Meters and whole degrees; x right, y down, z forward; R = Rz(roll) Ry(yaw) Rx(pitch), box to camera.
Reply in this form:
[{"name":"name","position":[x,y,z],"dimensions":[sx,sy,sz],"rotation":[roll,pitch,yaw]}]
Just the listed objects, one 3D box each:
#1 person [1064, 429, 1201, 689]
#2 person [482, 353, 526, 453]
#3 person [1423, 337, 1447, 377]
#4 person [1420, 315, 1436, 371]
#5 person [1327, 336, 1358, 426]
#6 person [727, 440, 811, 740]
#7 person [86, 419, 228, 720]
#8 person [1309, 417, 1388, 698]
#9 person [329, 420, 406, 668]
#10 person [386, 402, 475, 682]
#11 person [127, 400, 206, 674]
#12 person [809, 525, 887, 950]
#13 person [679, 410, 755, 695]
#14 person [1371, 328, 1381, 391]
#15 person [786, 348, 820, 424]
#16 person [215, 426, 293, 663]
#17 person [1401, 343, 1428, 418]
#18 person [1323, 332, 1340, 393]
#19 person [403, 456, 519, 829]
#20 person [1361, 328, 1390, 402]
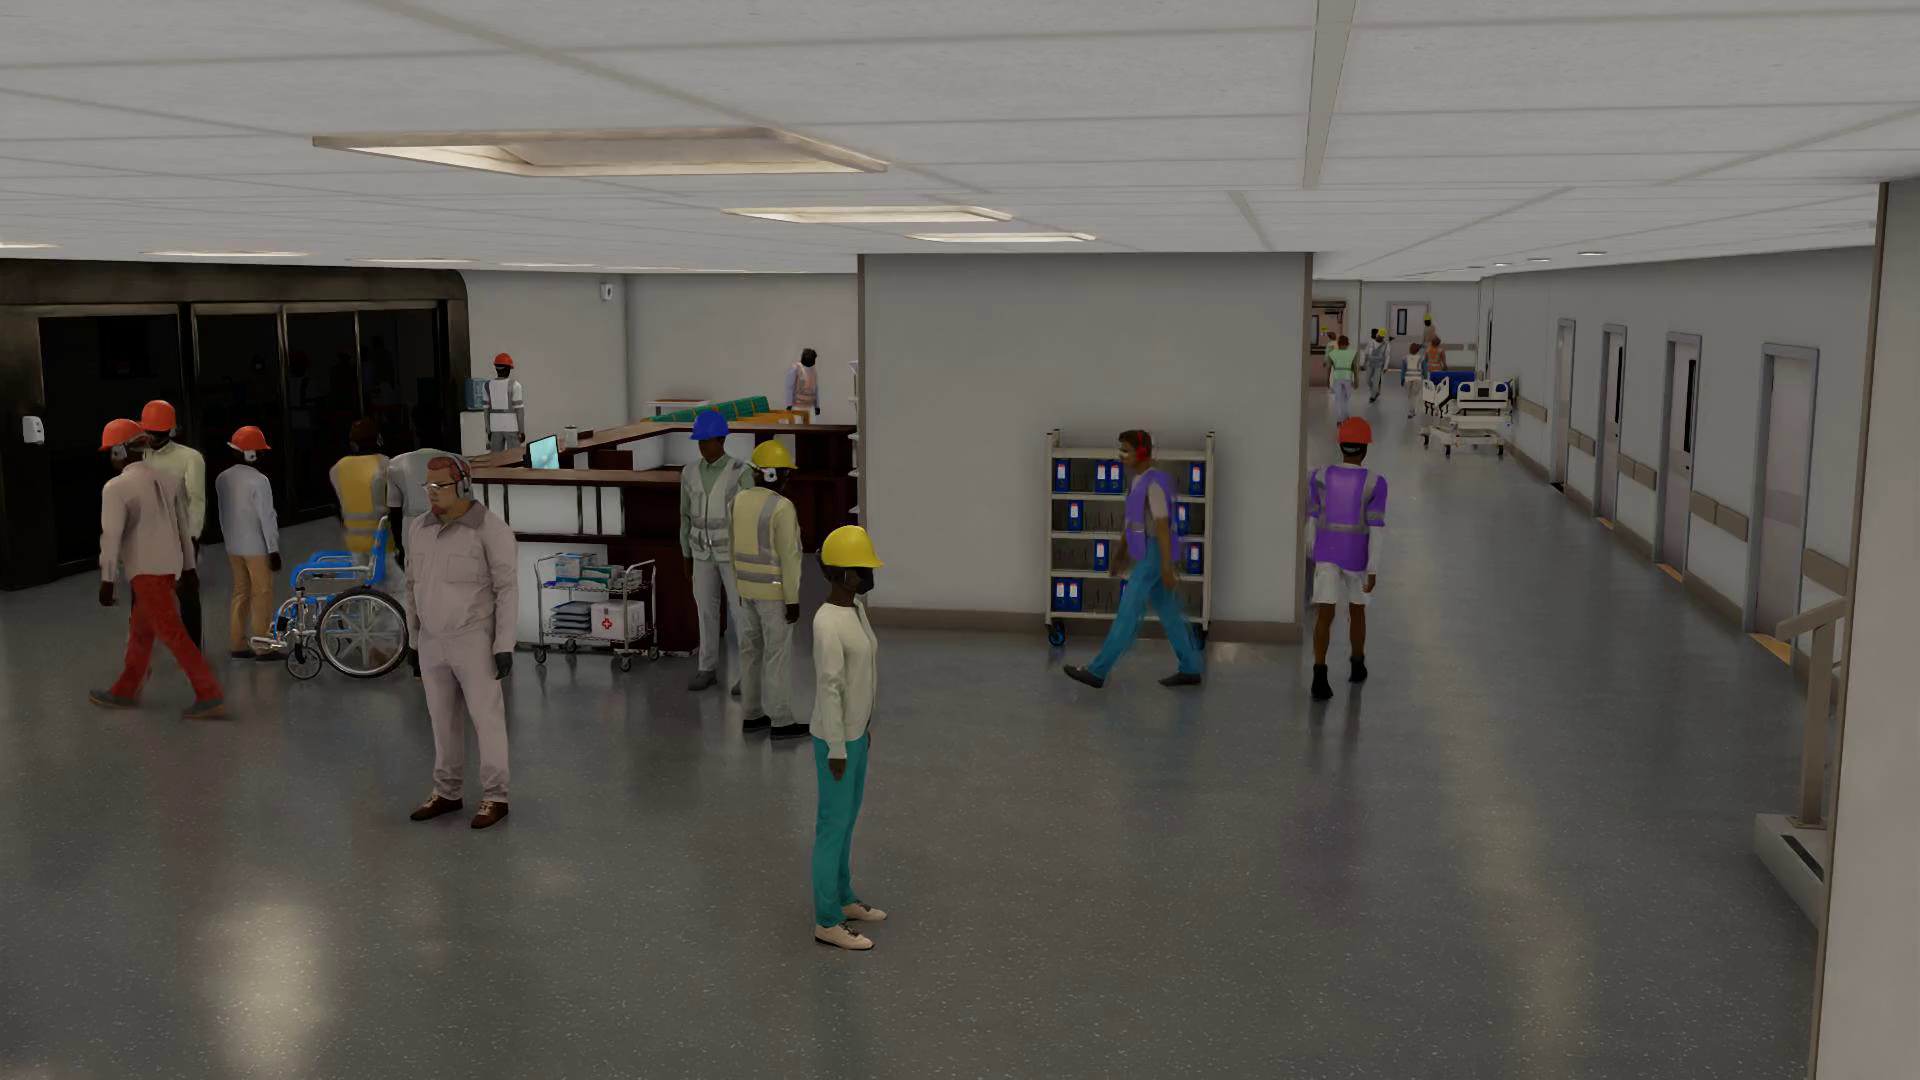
[{"name":"person","position":[1.220,0.139,11.392],"dimensions":[0.987,1.785,0.583],"rotation":[0,9,-2]},{"name":"person","position":[-5.837,-1.435,21.373],"dimensions":[0.542,1.930,0.366],"rotation":[1,9,10]},{"name":"person","position":[11.465,-4.079,40.046],"dimensions":[0.896,1.579,0.548],"rotation":[-8,12,-44]},{"name":"person","position":[15.389,-6.459,54.856],"dimensions":[0.946,1.877,0.589],"rotation":[0,9,2]},{"name":"person","position":[7.749,-3.237,33.739],"dimensions":[0.598,1.795,0.941],"rotation":[2,9,13]},{"name":"person","position":[-1.167,0.302,10.176],"dimensions":[0.404,1.829,0.591],"rotation":[-8,12,-43]},{"name":"person","position":[-5.157,0.193,10.635],"dimensions":[1.019,1.941,0.633],"rotation":[1,9,7]},{"name":"person","position":[2.606,0.110,11.283],"dimensions":[0.542,1.890,1.011],"rotation":[4,9,23]},{"name":"person","position":[-4.177,0.048,11.934],"dimensions":[0.658,1.817,0.455],"rotation":[3,9,20]},{"name":"person","position":[-3.668,0.017,11.614],"dimensions":[0.606,1.966,0.367],"rotation":[0,9,-2]},{"name":"person","position":[-5.649,-0.018,11.841],"dimensions":[0.637,1.957,0.661],"rotation":[0,9,0]},{"name":"person","position":[-0.466,0.814,6.989],"dimensions":[0.310,1.768,0.533],"rotation":[1,9,8]},{"name":"person","position":[-1.641,0.088,11.268],"dimensions":[0.600,1.939,0.421],"rotation":[4,9,23]},{"name":"person","position":[11.277,-4.890,45.105],"dimensions":[0.321,1.688,0.535],"rotation":[4,9,25]},{"name":"person","position":[-2.525,-2.140,26.498],"dimensions":[0.458,1.808,0.688],"rotation":[6,11,35]},{"name":"person","position":[-5.192,0.034,12.221],"dimensions":[0.570,1.752,0.335],"rotation":[5,10,30]},{"name":"person","position":[9.751,-3.431,35.728],"dimensions":[0.536,1.592,0.873],"rotation":[5,10,31]},{"name":"person","position":[9.845,-4.689,43.949],"dimensions":[0.596,1.628,0.336],"rotation":[-8,12,-43]},{"name":"person","position":[-2.570,0.518,8.490],"dimensions":[0.650,1.906,0.401],"rotation":[3,9,21]},{"name":"person","position":[10.098,-4.238,40.408],"dimensions":[0.652,1.799,0.501],"rotation":[6,10,33]}]
